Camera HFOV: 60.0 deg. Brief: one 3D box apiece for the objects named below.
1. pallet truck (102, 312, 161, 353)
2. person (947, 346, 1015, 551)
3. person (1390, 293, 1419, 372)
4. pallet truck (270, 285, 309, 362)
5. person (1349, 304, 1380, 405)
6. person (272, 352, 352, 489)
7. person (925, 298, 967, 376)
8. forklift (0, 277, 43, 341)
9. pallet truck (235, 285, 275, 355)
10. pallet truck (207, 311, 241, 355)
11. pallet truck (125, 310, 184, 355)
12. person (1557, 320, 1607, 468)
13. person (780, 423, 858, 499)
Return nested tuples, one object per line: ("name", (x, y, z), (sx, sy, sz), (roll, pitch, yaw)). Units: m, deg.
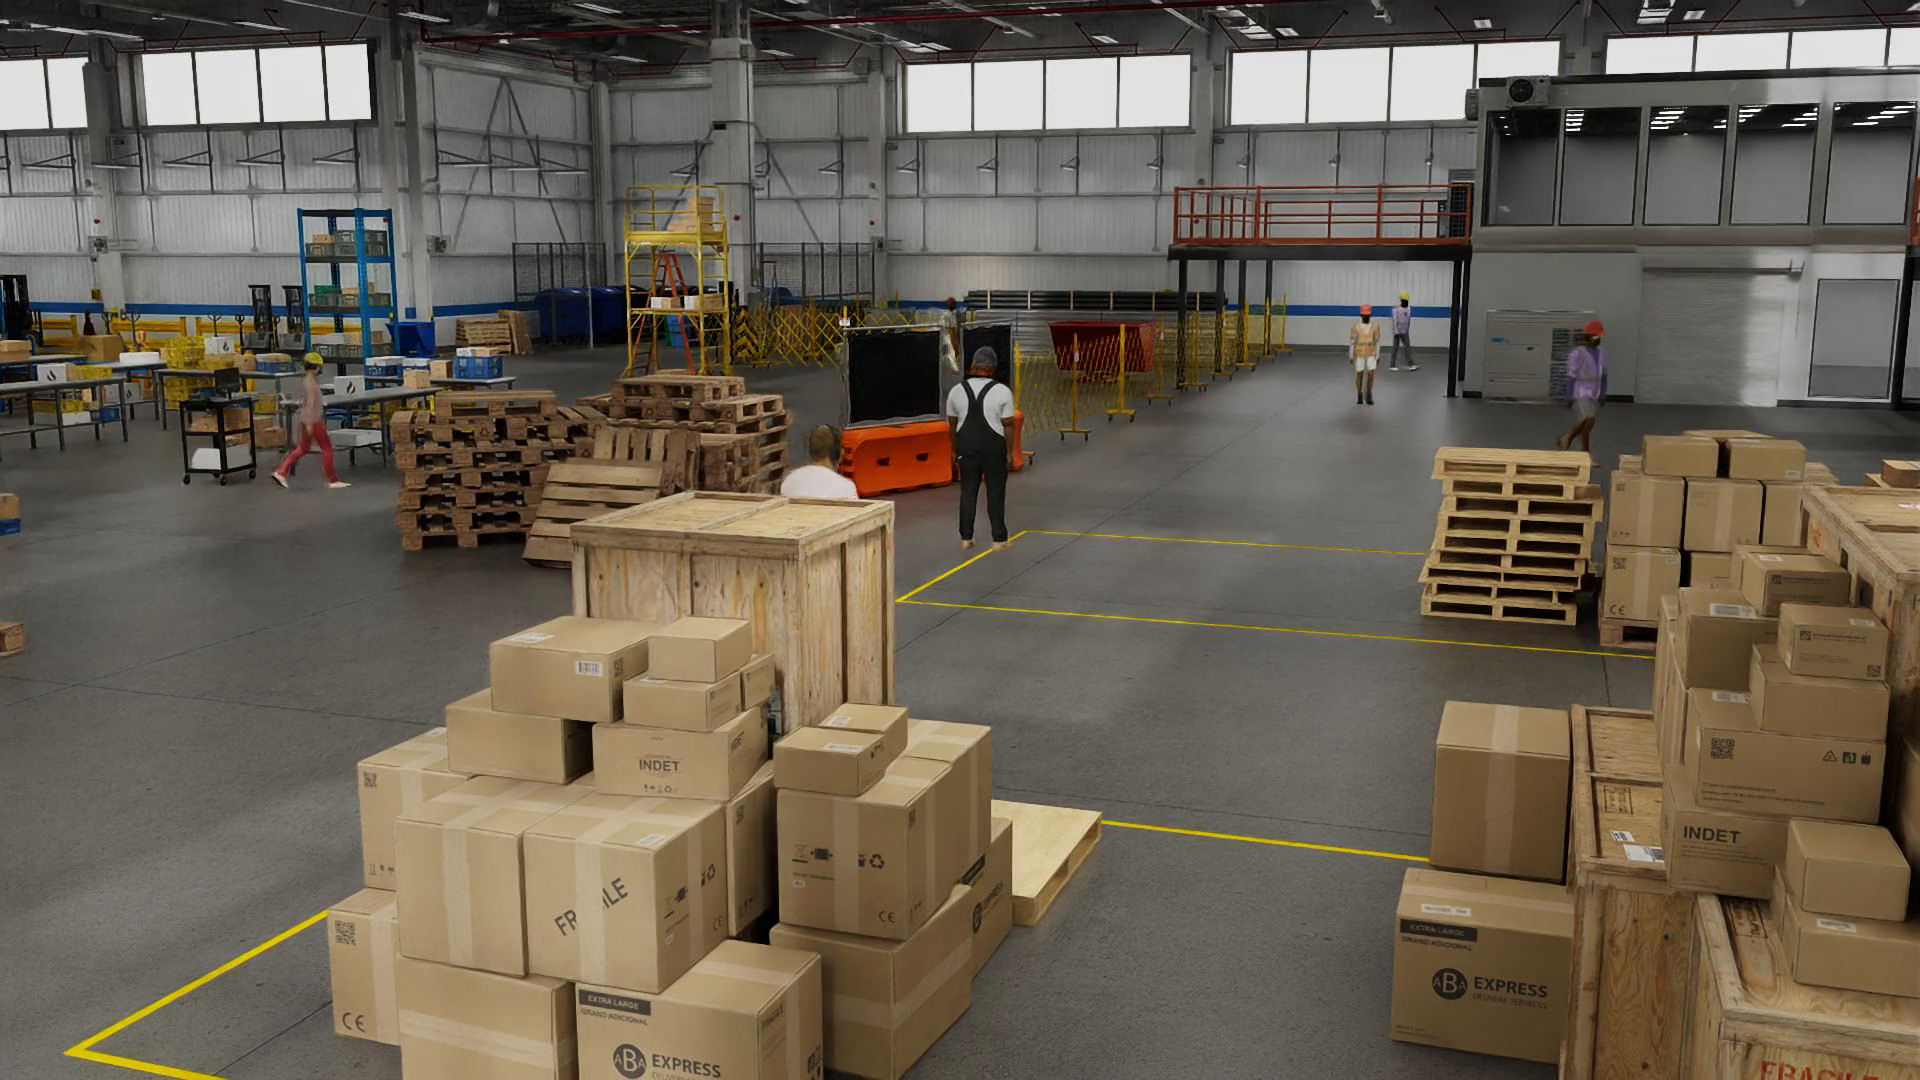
("pallet truck", (-23.057, -5.777, 46.261), (0.680, 1.201, 1.601), (3, 11, 19))
("person", (0.242, -0.916, 16.599), (0.684, 2.000, 0.535), (4, 11, 20))
("person", (10.660, -4.981, 39.940), (0.596, 1.886, 0.855), (-4, 11, -21))
("pallet truck", (-17.147, -5.700, 43.663), (0.823, 1.965, 1.885), (3, 11, 17))
("person", (7.681, -3.497, 31.515), (0.584, 1.900, 0.883), (1, 10, 7))
("person", (-8.117, -1.479, 20.654), (0.867, 1.727, 0.521), (-5, 11, -25))
("person", (-0.359, -4.704, 38.584), (0.957, 1.822, 0.624), (0, 10, 2))
("forklift", (-27.151, -6.329, 46.328), (1.157, 1.987, 2.680), (3, 11, 17))
("pallet truck", (-18.327, -5.835, 44.421), (0.823, 1.965, 1.885), (4, 11, 23))
("pallet truck", (-19.537, -5.575, 44.913), (0.653, 1.274, 1.630), (3, 11, 19))
("pallet truck", (-22.038, -5.665, 45.457), (0.704, 1.261, 1.522), (3, 11, 17))
("person", (8.581, -2.026, 22.922), (0.620, 2.023, 0.852), (-5, 11, -26))
("person", (-0.921, 0.231, 10.479), (0.640, 1.924, 0.560), (10, 14, 43))
